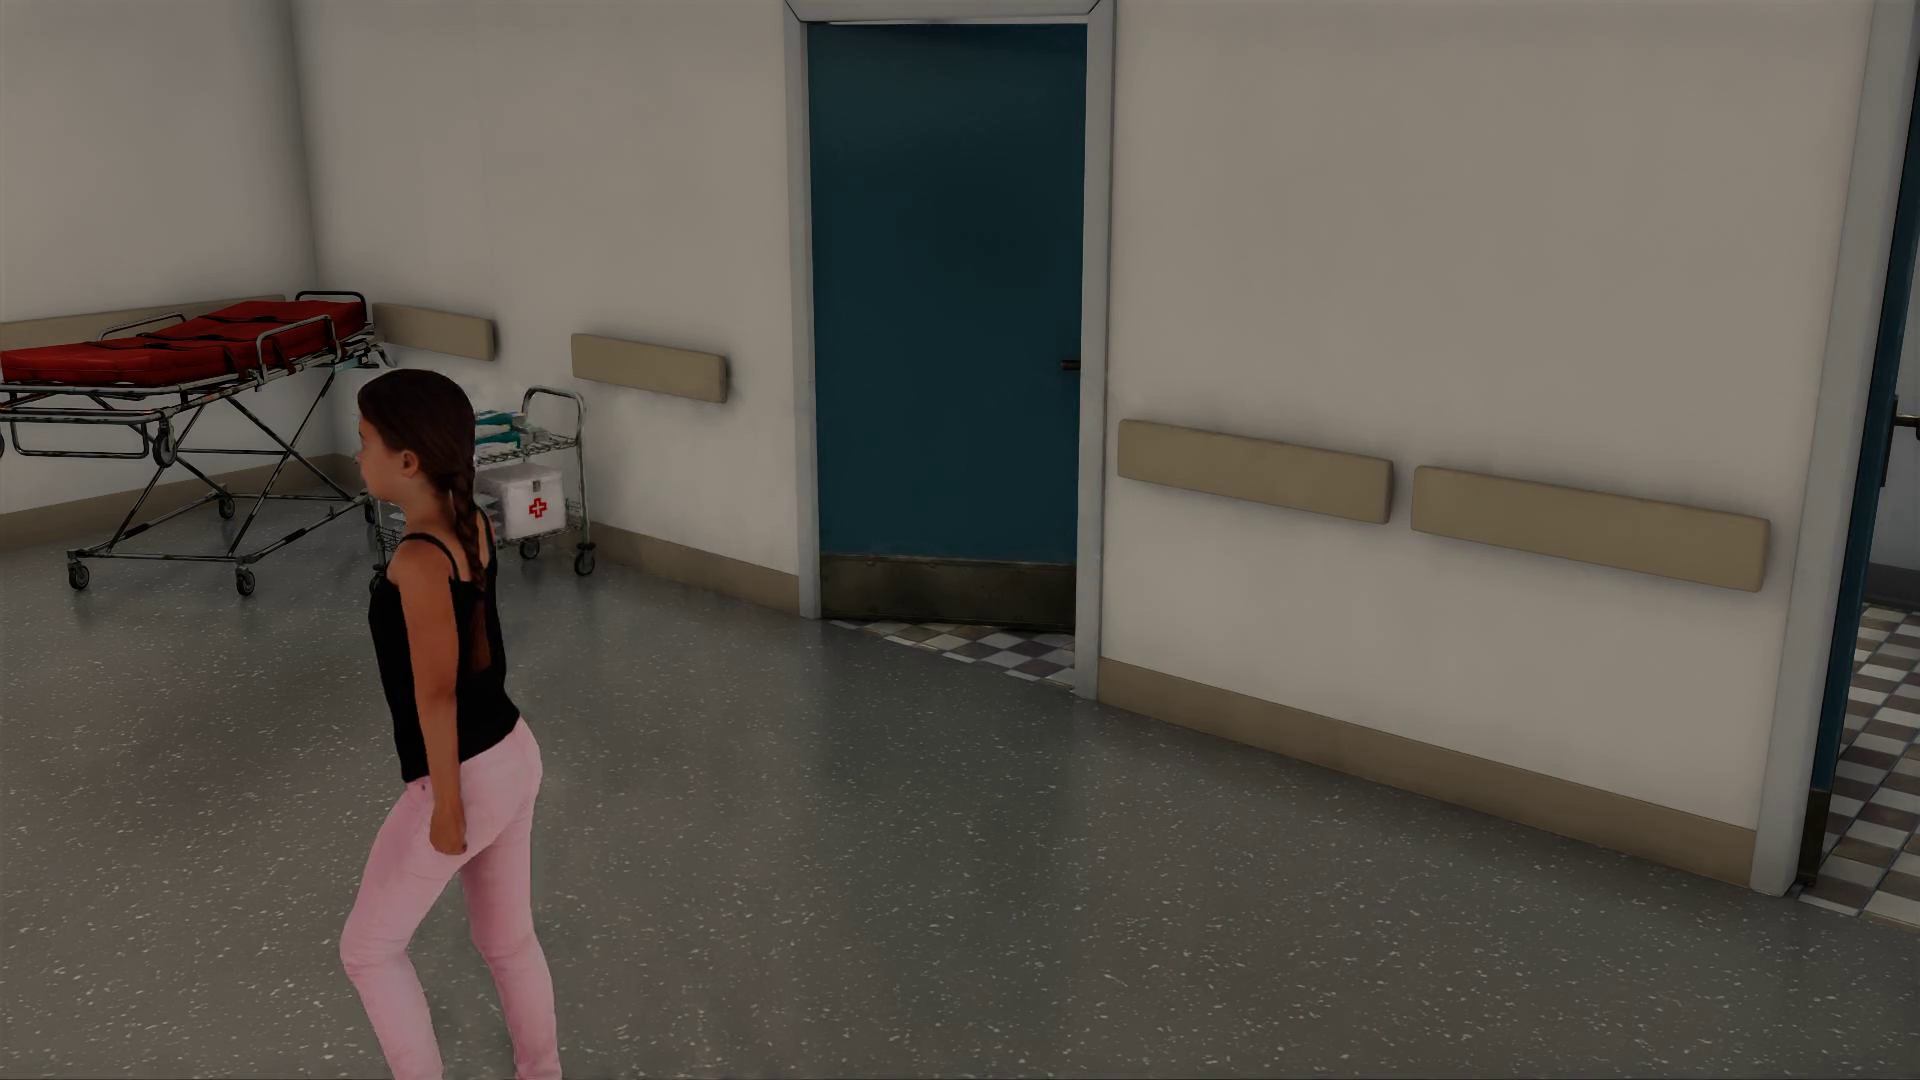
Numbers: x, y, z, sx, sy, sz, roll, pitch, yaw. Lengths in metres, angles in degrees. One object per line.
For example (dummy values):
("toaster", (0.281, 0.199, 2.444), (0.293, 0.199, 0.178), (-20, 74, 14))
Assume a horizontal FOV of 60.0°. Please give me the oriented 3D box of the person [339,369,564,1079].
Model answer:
("person", (-0.856, 0.456, 3.086), (0.749, 1.548, 0.665), (3, 16, 9))
